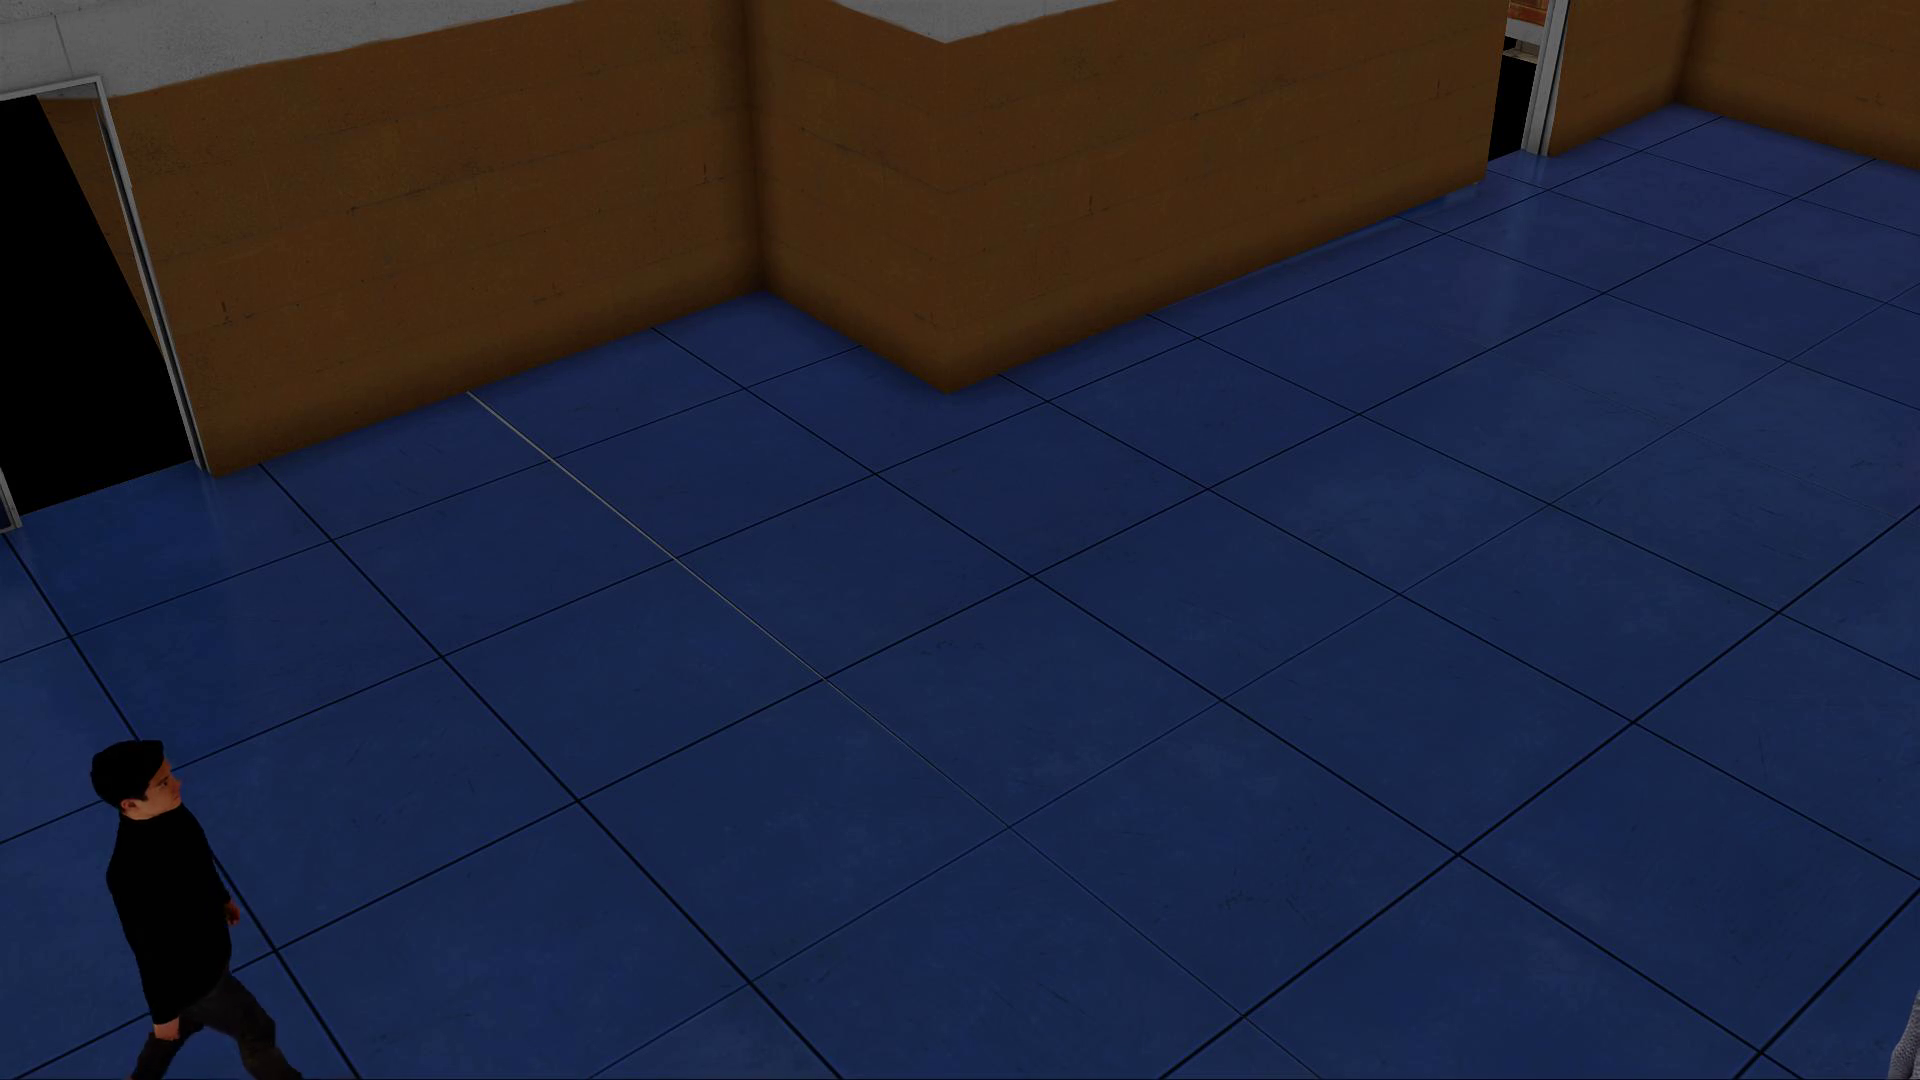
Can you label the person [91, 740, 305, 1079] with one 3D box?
[{"bbox_3d":[-2.571,1.335,5.383,1.022,1.709,1.118,-9,35,-13],"label":"person"}]
